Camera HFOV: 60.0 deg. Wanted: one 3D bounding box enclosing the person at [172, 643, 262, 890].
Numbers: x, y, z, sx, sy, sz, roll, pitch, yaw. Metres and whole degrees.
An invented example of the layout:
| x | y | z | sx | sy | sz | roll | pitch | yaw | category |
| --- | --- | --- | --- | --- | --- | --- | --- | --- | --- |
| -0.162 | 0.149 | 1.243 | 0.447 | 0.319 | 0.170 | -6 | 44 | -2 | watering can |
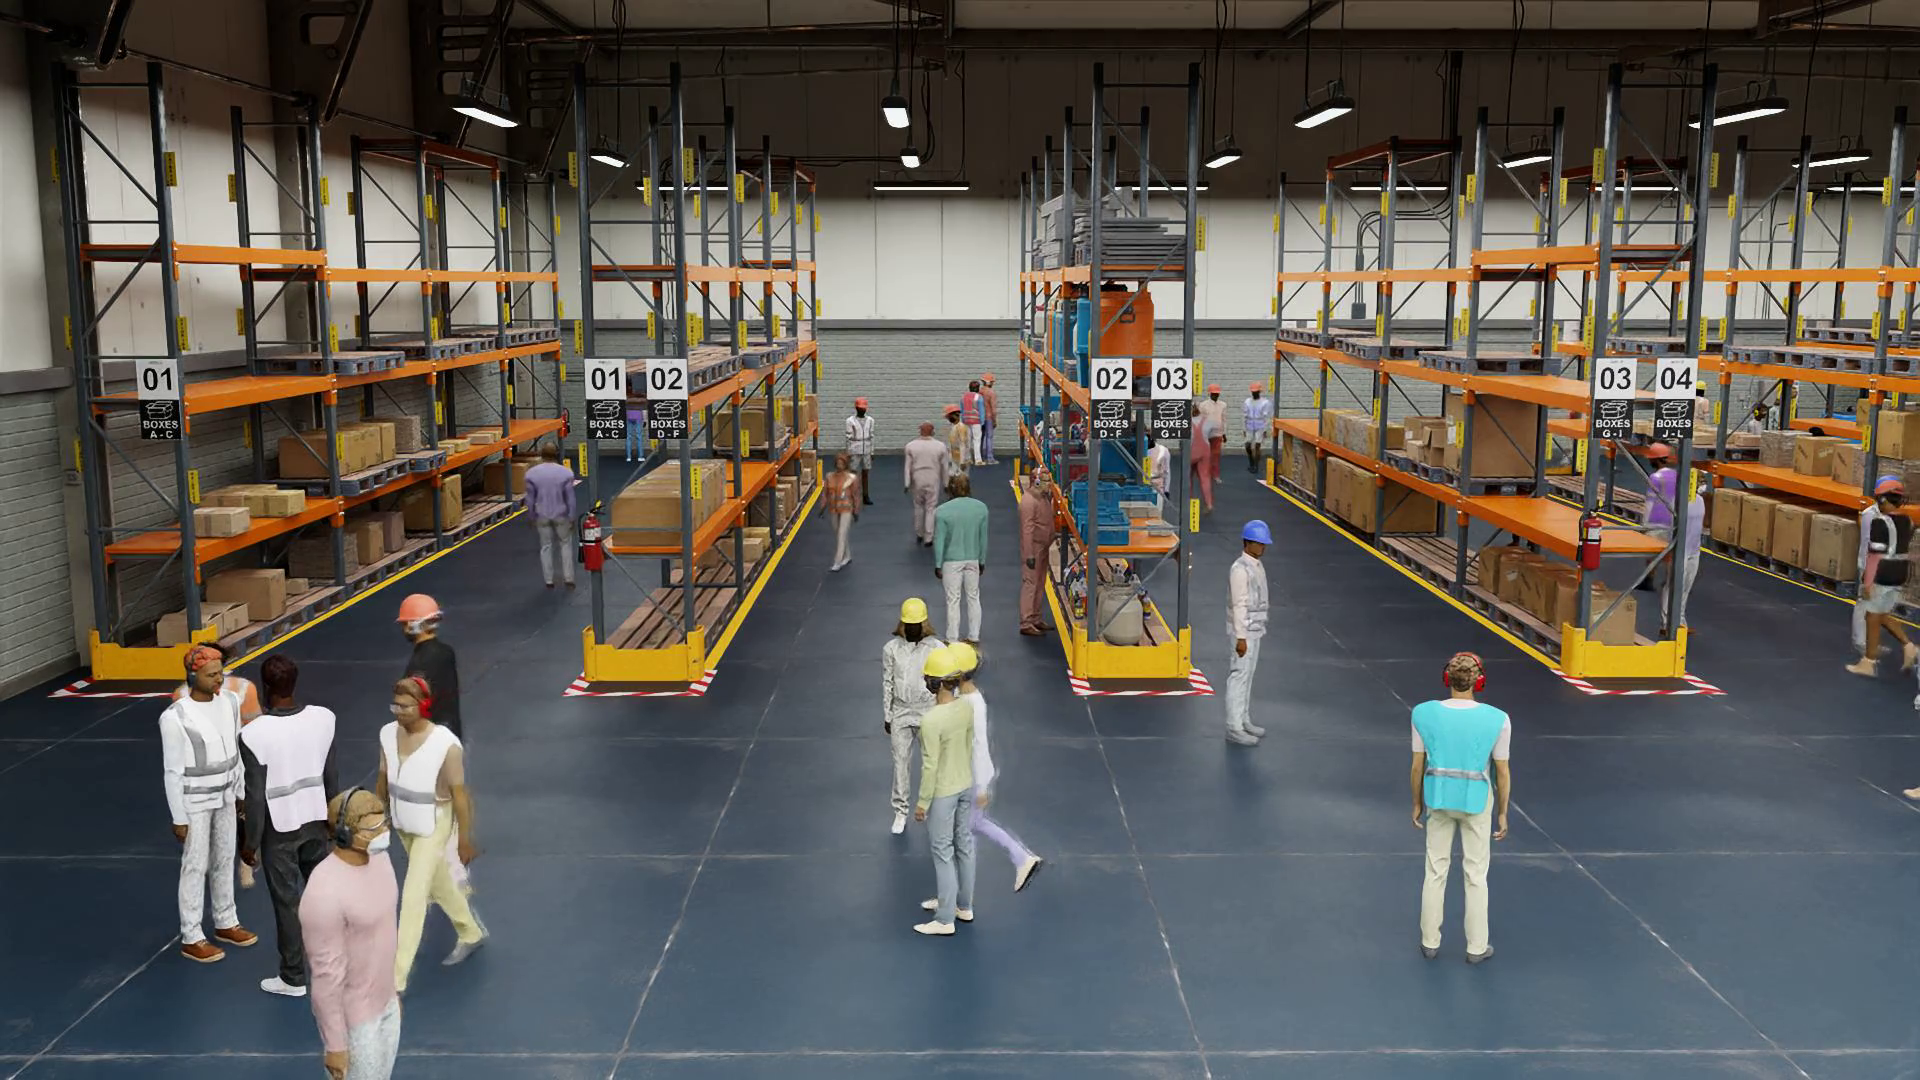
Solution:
| x | y | z | sx | sy | sz | roll | pitch | yaw | category |
| --- | --- | --- | --- | --- | --- | --- | --- | --- | --- |
| -4.870 | 1.472 | 10.927 | 0.605 | 1.636 | 0.764 | -3 | 9 | -16 | person |

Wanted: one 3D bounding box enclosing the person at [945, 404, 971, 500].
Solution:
| x | y | z | sx | sy | sz | roll | pitch | yaw | category |
| --- | --- | --- | --- | --- | --- | --- | --- | --- | --- |
| -0.016 | -1.376 | 28.436 | 0.428 | 1.901 | 0.580 | -3 | 9 | -20 | person |

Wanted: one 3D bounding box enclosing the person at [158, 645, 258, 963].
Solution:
| x | y | z | sx | sy | sz | roll | pitch | yaw | category |
| --- | --- | --- | --- | --- | --- | --- | --- | --- | --- |
| -4.431 | 1.540 | 9.790 | 0.358 | 1.878 | 0.567 | 3 | 9 | 17 | person |

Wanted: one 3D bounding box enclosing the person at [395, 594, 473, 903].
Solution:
| x | y | z | sx | sy | sz | roll | pitch | yaw | category |
| --- | --- | --- | --- | --- | --- | --- | --- | --- | --- |
| -3.392 | 1.341 | 10.833 | 0.556 | 1.973 | 0.664 | 1 | 9 | 3 | person |

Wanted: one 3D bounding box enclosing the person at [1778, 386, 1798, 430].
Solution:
| x | y | z | sx | sy | sz | roll | pitch | yaw | category |
| --- | --- | --- | --- | --- | --- | --- | --- | --- | --- |
| 17.049 | -2.253 | 34.261 | 0.511 | 1.846 | 0.341 | -4 | 10 | -25 | person |

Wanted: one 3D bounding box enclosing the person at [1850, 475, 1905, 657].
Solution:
| x | y | z | sx | sy | sz | roll | pitch | yaw | category |
| --- | --- | --- | --- | --- | --- | --- | --- | --- | --- |
| 9.771 | 0.273 | 17.686 | 0.612 | 1.946 | 0.405 | -7 | 11 | -37 | person |

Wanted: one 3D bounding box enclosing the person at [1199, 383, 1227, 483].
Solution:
| x | y | z | sx | sy | sz | roll | pitch | yaw | category |
| --- | --- | --- | --- | --- | --- | --- | --- | --- | --- |
| 4.985 | -2.094 | 32.762 | 0.623 | 1.992 | 0.396 | -3 | 9 | -20 | person |

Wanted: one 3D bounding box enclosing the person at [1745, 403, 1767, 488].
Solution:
| x | y | z | sx | sy | sz | roll | pitch | yaw | category |
| --- | --- | --- | --- | --- | --- | --- | --- | --- | --- |
| 13.982 | -1.480 | 29.218 | 0.313 | 1.869 | 0.538 | 7 | 11 | 38 | person |

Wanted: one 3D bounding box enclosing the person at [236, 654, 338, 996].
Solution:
| x | y | z | sx | sy | sz | roll | pitch | yaw | category |
| --- | --- | --- | --- | --- | --- | --- | --- | --- | --- |
| -3.729 | 1.590 | 9.312 | 0.373 | 1.917 | 0.595 | 6 | 10 | 32 | person |

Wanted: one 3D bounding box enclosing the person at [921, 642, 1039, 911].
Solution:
| x | y | z | sx | sy | sz | roll | pitch | yaw | category |
| --- | --- | --- | --- | --- | --- | --- | --- | --- | --- |
| 0.129 | 1.482 | 10.561 | 0.699 | 1.735 | 0.541 | -1 | 9 | -9 | person |

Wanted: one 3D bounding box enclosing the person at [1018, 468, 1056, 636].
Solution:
| x | y | z | sx | sy | sz | roll | pitch | yaw | category |
| --- | --- | --- | --- | --- | --- | --- | --- | --- | --- |
| 0.882 | 0.126 | 18.811 | 0.403 | 1.900 | 0.643 | 3 | 9 | 20 | person |

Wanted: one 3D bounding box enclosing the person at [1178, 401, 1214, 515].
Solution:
| x | y | z | sx | sy | sz | roll | pitch | yaw | category |
| --- | --- | --- | --- | --- | --- | --- | --- | --- | --- |
| 4.046 | -1.465 | 28.567 | 0.692 | 2.000 | 1.039 | -2 | 9 | -11 | person |

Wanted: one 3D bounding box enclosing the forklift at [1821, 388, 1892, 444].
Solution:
| x | y | z | sx | sy | sz | roll | pitch | yaw | category |
| --- | --- | --- | --- | --- | --- | --- | --- | --- | --- |
| 20.072 | -3.110 | 36.462 | 1.873 | 2.768 | 1.129 | 0 | 9 | 0 | forklift |

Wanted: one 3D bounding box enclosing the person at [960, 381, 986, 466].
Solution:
| x | y | z | sx | sy | sz | roll | pitch | yaw | category |
| --- | --- | --- | --- | --- | --- | --- | --- | --- | --- |
| 0.300 | -2.533 | 36.076 | 0.625 | 1.843 | 0.430 | 8 | 12 | 40 | person |

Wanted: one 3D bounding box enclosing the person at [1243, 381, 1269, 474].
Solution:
| x | y | z | sx | sy | sz | roll | pitch | yaw | category |
| --- | --- | --- | --- | --- | --- | --- | --- | --- | --- |
| 6.129 | -2.330 | 34.534 | 0.541 | 1.923 | 0.392 | 4 | 10 | 26 | person |

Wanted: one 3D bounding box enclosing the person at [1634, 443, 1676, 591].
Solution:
| x | y | z | sx | sy | sz | roll | pitch | yaw | category |
| --- | --- | --- | --- | --- | --- | --- | --- | --- | --- |
| 8.959 | -0.288 | 21.355 | 0.606 | 1.924 | 0.477 | -6 | 11 | -33 | person |

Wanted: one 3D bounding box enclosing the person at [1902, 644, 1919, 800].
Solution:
| x | y | z | sx | sy | sz | roll | pitch | yaw | category |
| --- | --- | --- | --- | --- | --- | --- | --- | --- | --- |
| 7.511 | 1.166 | 12.744 | 0.533 | 1.697 | 0.318 | -5 | 10 | -31 | person |

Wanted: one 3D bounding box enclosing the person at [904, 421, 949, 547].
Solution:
| x | y | z | sx | sy | sz | roll | pitch | yaw | category |
| --- | --- | --- | --- | --- | --- | --- | --- | --- | --- |
| -0.493 | -0.871 | 25.278 | 0.675 | 1.865 | 0.951 | 1 | 9 | 5 | person |

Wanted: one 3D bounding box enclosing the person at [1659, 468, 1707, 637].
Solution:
| x | y | z | sx | sy | sz | roll | pitch | yaw | category |
| --- | --- | --- | --- | --- | --- | --- | --- | --- | --- |
| 8.087 | 0.149 | 18.557 | 0.630 | 1.931 | 0.383 | -8 | 12 | -41 | person |

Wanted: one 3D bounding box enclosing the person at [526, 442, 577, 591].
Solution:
| x | y | z | sx | sy | sz | roll | pitch | yaw | category |
| --- | --- | --- | --- | --- | --- | --- | --- | --- | --- |
| -5.249 | -0.296 | 21.411 | 0.646 | 1.935 | 0.435 | -1 | 9 | -4 | person |

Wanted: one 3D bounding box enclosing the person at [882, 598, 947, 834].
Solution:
| x | y | z | sx | sy | sz | roll | pitch | yaw | category |
| --- | --- | --- | --- | --- | --- | --- | --- | --- | --- |
| -0.322 | 1.267 | 11.977 | 0.484 | 1.736 | 0.322 | 1 | 9 | 7 | person |

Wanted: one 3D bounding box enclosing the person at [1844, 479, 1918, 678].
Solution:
| x | y | z | sx | sy | sz | roll | pitch | yaw | category |
| --- | --- | --- | --- | --- | --- | --- | --- | --- | --- |
| 9.345 | 0.406 | 16.662 | 0.694 | 2.002 | 0.653 | -6 | 11 | -33 | person |

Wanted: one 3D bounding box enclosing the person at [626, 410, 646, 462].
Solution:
| x | y | z | sx | sy | sz | roll | pitch | yaw | category |
| --- | --- | --- | --- | --- | --- | --- | --- | --- | --- |
| -7.230 | -2.685 | 36.783 | 0.592 | 1.925 | 0.356 | -1 | 9 | -5 | person |

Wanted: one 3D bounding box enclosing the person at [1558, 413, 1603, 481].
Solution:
| x | y | z | sx | sy | sz | roll | pitch | yaw | category |
| --- | --- | --- | --- | --- | --- | --- | --- | --- | --- |
| 12.472 | -2.128 | 33.320 | 0.822 | 1.894 | 0.644 | 5 | 10 | 28 | person |

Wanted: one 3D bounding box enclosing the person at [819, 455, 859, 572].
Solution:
| x | y | z | sx | sy | sz | roll | pitch | yaw | category |
| --- | --- | --- | --- | --- | --- | --- | --- | --- | --- |
| -1.661 | -0.388 | 23.080 | 0.510 | 1.595 | 0.836 | 4 | 10 | 26 | person |

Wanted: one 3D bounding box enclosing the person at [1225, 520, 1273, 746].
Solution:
| x | y | z | sx | sy | sz | roll | pitch | yaw | category |
| --- | --- | --- | --- | --- | --- | --- | --- | --- | --- |
| 2.498 | 0.785 | 14.398 | 0.401 | 1.942 | 0.610 | 4 | 10 | 23 | person |

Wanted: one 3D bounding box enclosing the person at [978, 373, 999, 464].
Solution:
| x | y | z | sx | sy | sz | roll | pitch | yaw | category |
| --- | --- | --- | --- | --- | --- | --- | --- | --- | --- |
| 0.583 | -2.643 | 36.310 | 0.392 | 1.990 | 0.612 | -8 | 12 | -42 | person |

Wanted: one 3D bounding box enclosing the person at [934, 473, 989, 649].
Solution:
| x | y | z | sx | sy | sz | roll | pitch | yaw | category |
| --- | --- | --- | --- | --- | --- | --- | --- | --- | --- |
| 0.009 | 0.239 | 17.954 | 0.628 | 1.933 | 0.367 | -4 | 10 | -25 | person |

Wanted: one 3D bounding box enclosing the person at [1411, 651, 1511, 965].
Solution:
| x | y | z | sx | sy | sz | roll | pitch | yaw | category |
| --- | --- | --- | --- | --- | --- | --- | --- | --- | --- |
| 2.905 | 1.565 | 9.701 | 0.566 | 1.846 | 0.389 | 4 | 10 | 24 | person |

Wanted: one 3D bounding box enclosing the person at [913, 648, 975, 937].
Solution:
| x | y | z | sx | sy | sz | roll | pitch | yaw | category |
| --- | --- | --- | --- | --- | --- | --- | --- | --- | --- |
| -0.101 | 1.532 | 10.165 | 0.315 | 1.769 | 0.523 | 5 | 10 | 31 | person |

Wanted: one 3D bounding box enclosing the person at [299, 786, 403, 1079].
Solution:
| x | y | z | sx | sy | sz | roll | pitch | yaw | category |
| --- | --- | --- | --- | --- | --- | --- | --- | --- | --- |
| -2.486 | 1.956 | 6.887 | 0.353 | 1.937 | 0.635 | 0 | 9 | 2 | person |

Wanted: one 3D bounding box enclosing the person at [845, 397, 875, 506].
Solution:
| x | y | z | sx | sy | sz | roll | pitch | yaw | category |
| --- | --- | --- | --- | --- | --- | --- | --- | --- | --- |
| -1.766 | -1.581 | 29.635 | 0.545 | 1.942 | 0.349 | -4 | 10 | -27 | person |

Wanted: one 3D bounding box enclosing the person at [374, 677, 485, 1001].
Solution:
| x | y | z | sx | sy | sz | roll | pitch | yaw | category |
| --- | --- | --- | --- | --- | --- | --- | --- | --- | --- |
| -3.042 | 1.642 | 9.387 | 0.574 | 1.796 | 0.986 | 6 | 11 | 33 | person |
